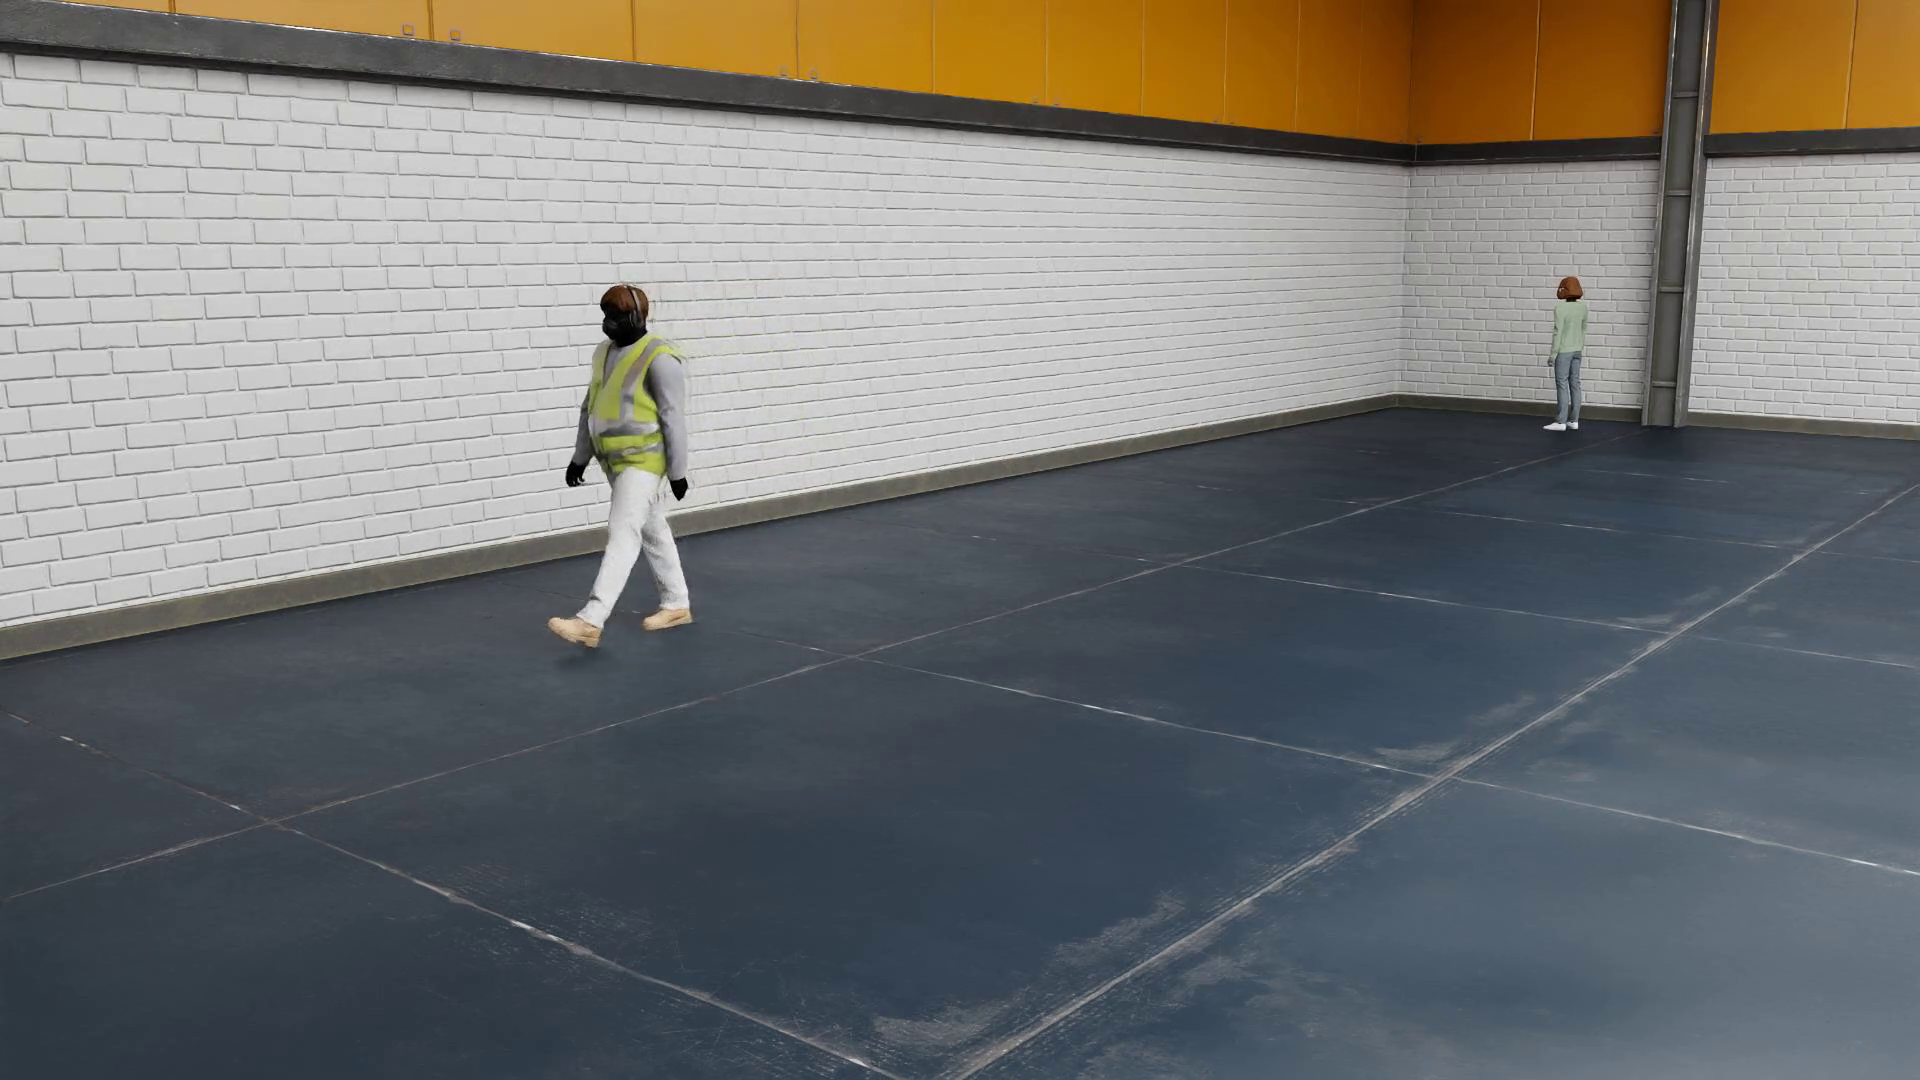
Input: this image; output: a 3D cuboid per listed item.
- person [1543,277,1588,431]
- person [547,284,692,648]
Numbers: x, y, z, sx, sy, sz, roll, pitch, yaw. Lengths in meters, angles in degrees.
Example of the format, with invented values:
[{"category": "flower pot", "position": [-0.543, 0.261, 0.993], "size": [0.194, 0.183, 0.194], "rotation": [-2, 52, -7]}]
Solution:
[{"category": "person", "position": [6.471, -1.981, 17.737], "size": [0.497, 1.633, 0.285], "rotation": [-7, 12, -32]}, {"category": "person", "position": [-1.735, -0.377, 8.397], "size": [0.953, 1.794, 0.631], "rotation": [-8, 13, -39]}]
